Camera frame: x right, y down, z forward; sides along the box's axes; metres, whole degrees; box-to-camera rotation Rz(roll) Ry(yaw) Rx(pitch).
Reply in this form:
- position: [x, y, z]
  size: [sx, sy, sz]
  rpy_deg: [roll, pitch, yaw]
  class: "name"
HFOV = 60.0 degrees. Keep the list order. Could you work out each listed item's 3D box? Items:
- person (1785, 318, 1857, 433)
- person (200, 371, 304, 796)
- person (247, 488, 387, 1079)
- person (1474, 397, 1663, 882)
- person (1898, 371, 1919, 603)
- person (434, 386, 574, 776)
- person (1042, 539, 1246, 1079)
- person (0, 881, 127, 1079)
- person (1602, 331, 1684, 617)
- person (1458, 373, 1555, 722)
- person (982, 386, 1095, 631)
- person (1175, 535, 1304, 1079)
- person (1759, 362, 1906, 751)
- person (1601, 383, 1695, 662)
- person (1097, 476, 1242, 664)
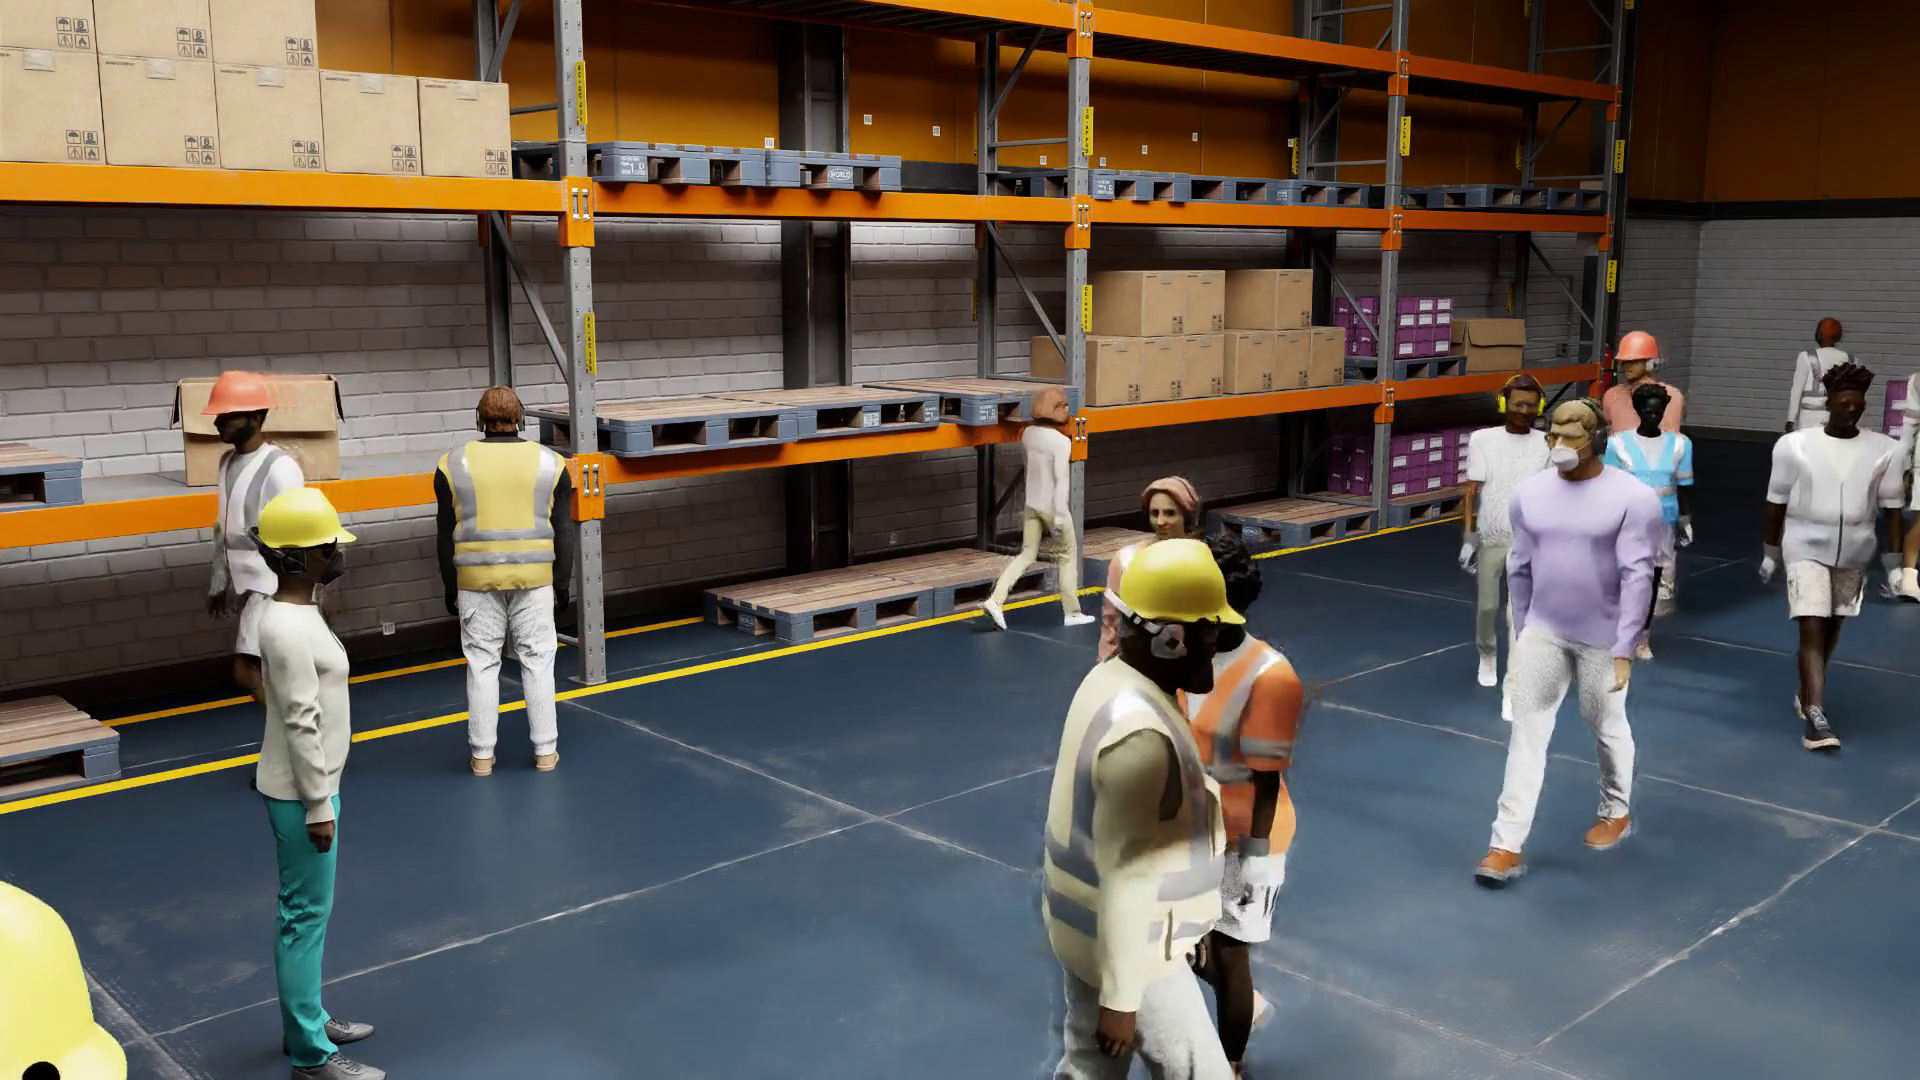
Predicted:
- position: [8.098, -1.147, 15.580]
  size: [0.582, 1.862, 0.734]
  rpy_deg: [-1, 10, -6]
  class: "person"
- position: [-3.164, 0.200, 7.489]
  size: [0.544, 1.922, 0.489]
  rpy_deg: [9, 13, 42]
  class: "person"
- position: [-1.902, 0.724, 4.902]
  size: [0.314, 1.769, 0.524]
  rpy_deg: [-4, 11, -23]
  class: "person"
- position: [2.427, 0.379, 6.582]
  size: [0.631, 1.891, 1.025]
  rpy_deg: [8, 13, 41]
  class: "person"
- position: [6.894, -0.545, 11.622]
  size: [0.858, 2.015, 0.624]
  rpy_deg: [-8, 12, -38]
  class: "person"
- position: [-2.131, 0.194, 7.829]
  size: [0.618, 1.836, 0.431]
  rpy_deg: [-3, 10, -19]
  class: "person"
- position: [0.468, 0.894, 3.784]
  size: [0.620, 1.805, 0.590]
  rpy_deg: [-1, 10, -4]
  class: "person"
- position: [-0.887, 1.232, 1.547]
  size: [0.485, 1.939, 0.598]
  rpy_deg: [4, 10, 21]
  class: "person"
- position: [4.458, -0.402, 11.007]
  size: [1.077, 1.934, 0.612]
  rpy_deg: [-7, 12, -36]
  class: "person"
- position: [2.979, -0.007, 9.058]
  size: [0.508, 1.828, 0.976]
  rpy_deg: [3, 10, 17]
  class: "person"
- position: [0.523, -0.200, 10.788]
  size: [0.780, 1.605, 0.500]
  rpy_deg: [-7, 12, -37]
  class: "person"
- position: [0.743, 0.809, 4.670]
  size: [0.393, 1.678, 0.536]
  rpy_deg: [-6, 12, -32]
  class: "person"
- position: [4.403, 0.060, 8.392]
  size: [0.618, 1.916, 1.033]
  rpy_deg: [2, 10, 12]
  class: "person"
- position: [4.096, -0.094, 9.934]
  size: [0.540, 1.686, 0.401]
  rpy_deg: [1, 10, 3]
  class: "person"
- position: [0.763, 0.576, 6.191]
  size: [0.540, 1.620, 0.518]
  rpy_deg: [4, 11, 23]
  class: "person"
